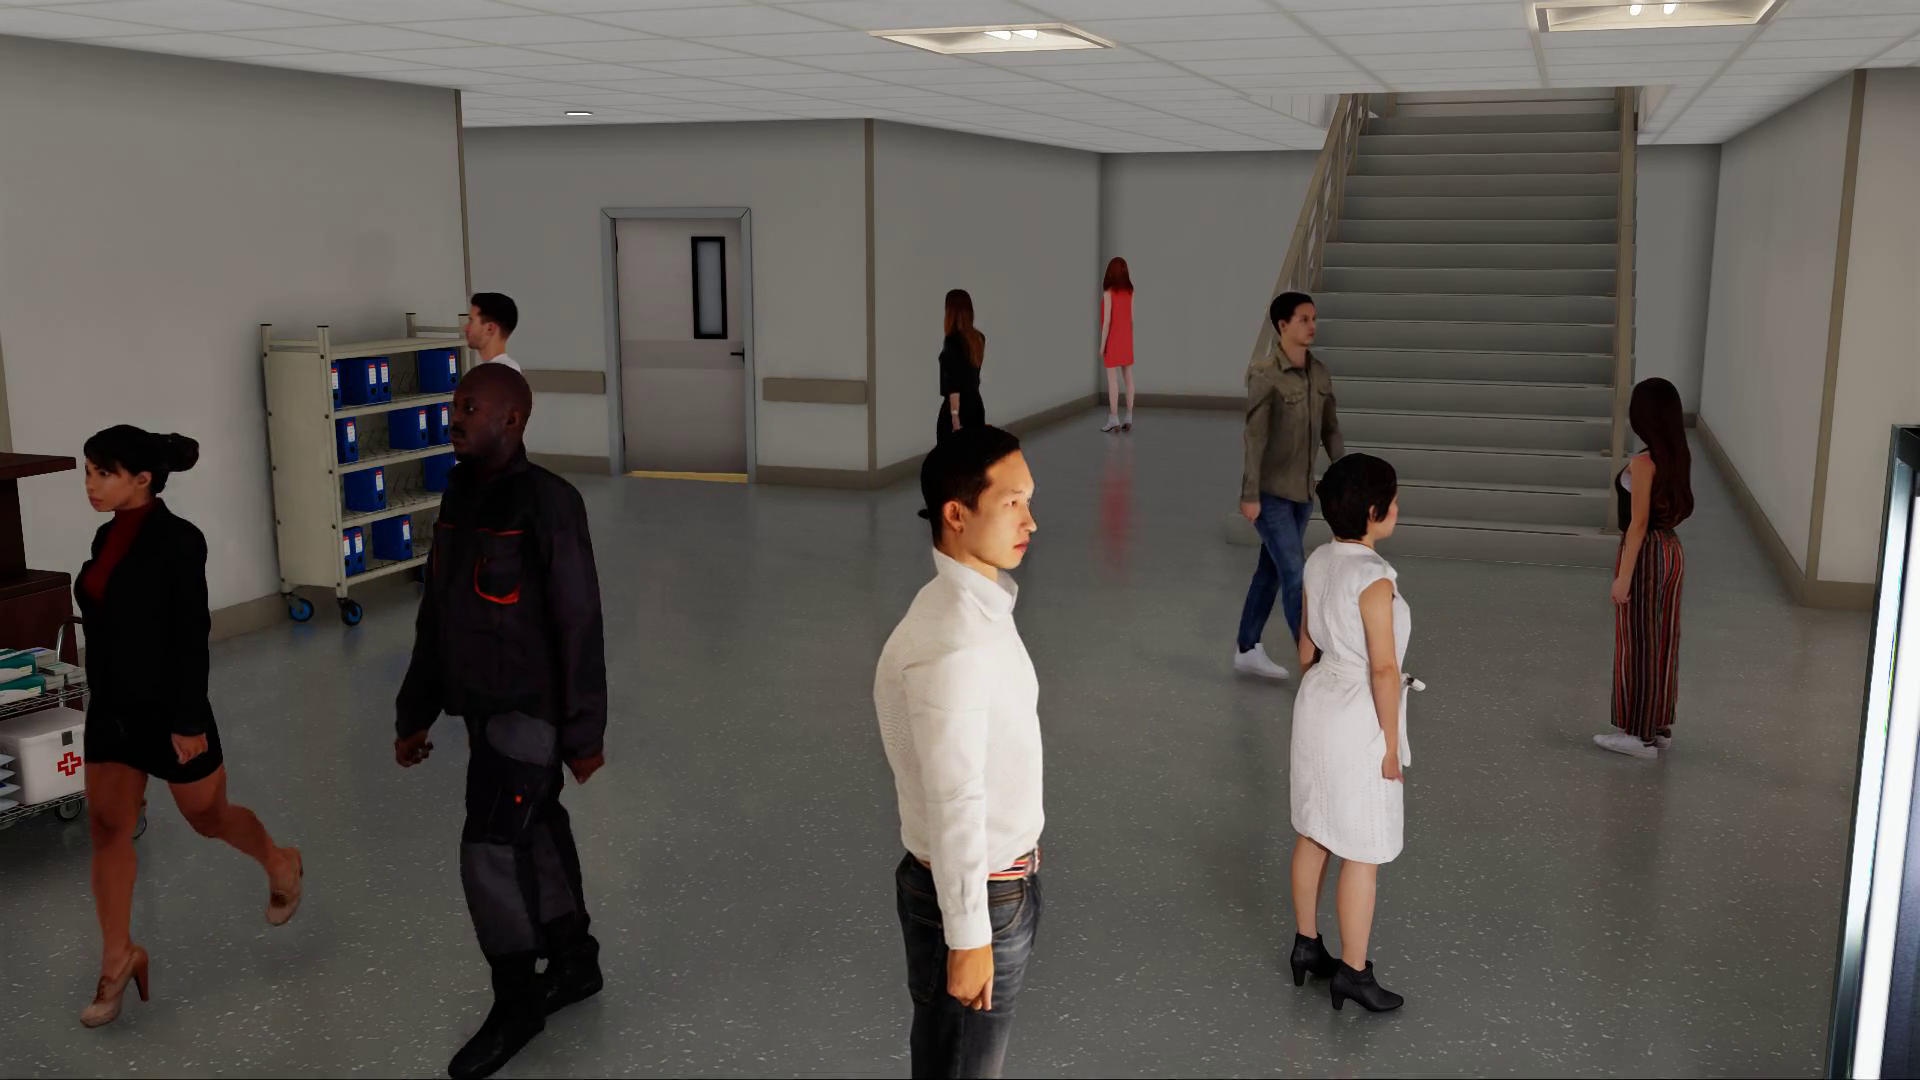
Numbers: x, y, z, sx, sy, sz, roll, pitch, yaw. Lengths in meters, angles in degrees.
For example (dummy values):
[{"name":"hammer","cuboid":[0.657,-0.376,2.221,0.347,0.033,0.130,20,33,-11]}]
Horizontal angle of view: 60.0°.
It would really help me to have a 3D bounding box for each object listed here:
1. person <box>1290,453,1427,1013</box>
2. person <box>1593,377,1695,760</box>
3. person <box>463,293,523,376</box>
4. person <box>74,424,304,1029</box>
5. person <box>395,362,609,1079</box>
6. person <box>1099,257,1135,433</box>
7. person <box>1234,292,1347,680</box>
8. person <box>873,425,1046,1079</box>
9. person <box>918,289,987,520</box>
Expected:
[{"name":"person","cuboid":[1.077,0.528,4.615,0.700,1.556,0.634,-4,12,-22]},{"name":"person","cuboid":[2.834,0.103,6.844,0.582,1.560,0.695,-10,15,-43]},{"name":"person","cuboid":[-2.178,-0.247,7.910,0.821,1.851,0.718,-3,11,-14]},{"name":"person","cuboid":[-2.158,0.494,4.616,0.585,1.623,0.933,4,12,22]},{"name":"person","cuboid":[-1.104,0.428,4.465,0.868,1.810,0.955,10,15,42]},{"name":"person","cuboid":[1.671,-2.062,17.540,0.623,1.827,0.726,-8,13,-36]},{"name":"person","cuboid":[1.450,-0.223,7.823,1.087,1.836,1.052,-10,15,-44]},{"name":"person","cuboid":[0.002,0.680,3.136,0.787,1.810,0.591,1,11,3]},{"name":"person","cuboid":[0.108,-0.924,11.922,0.897,1.685,1.131,8,13,37]}]
